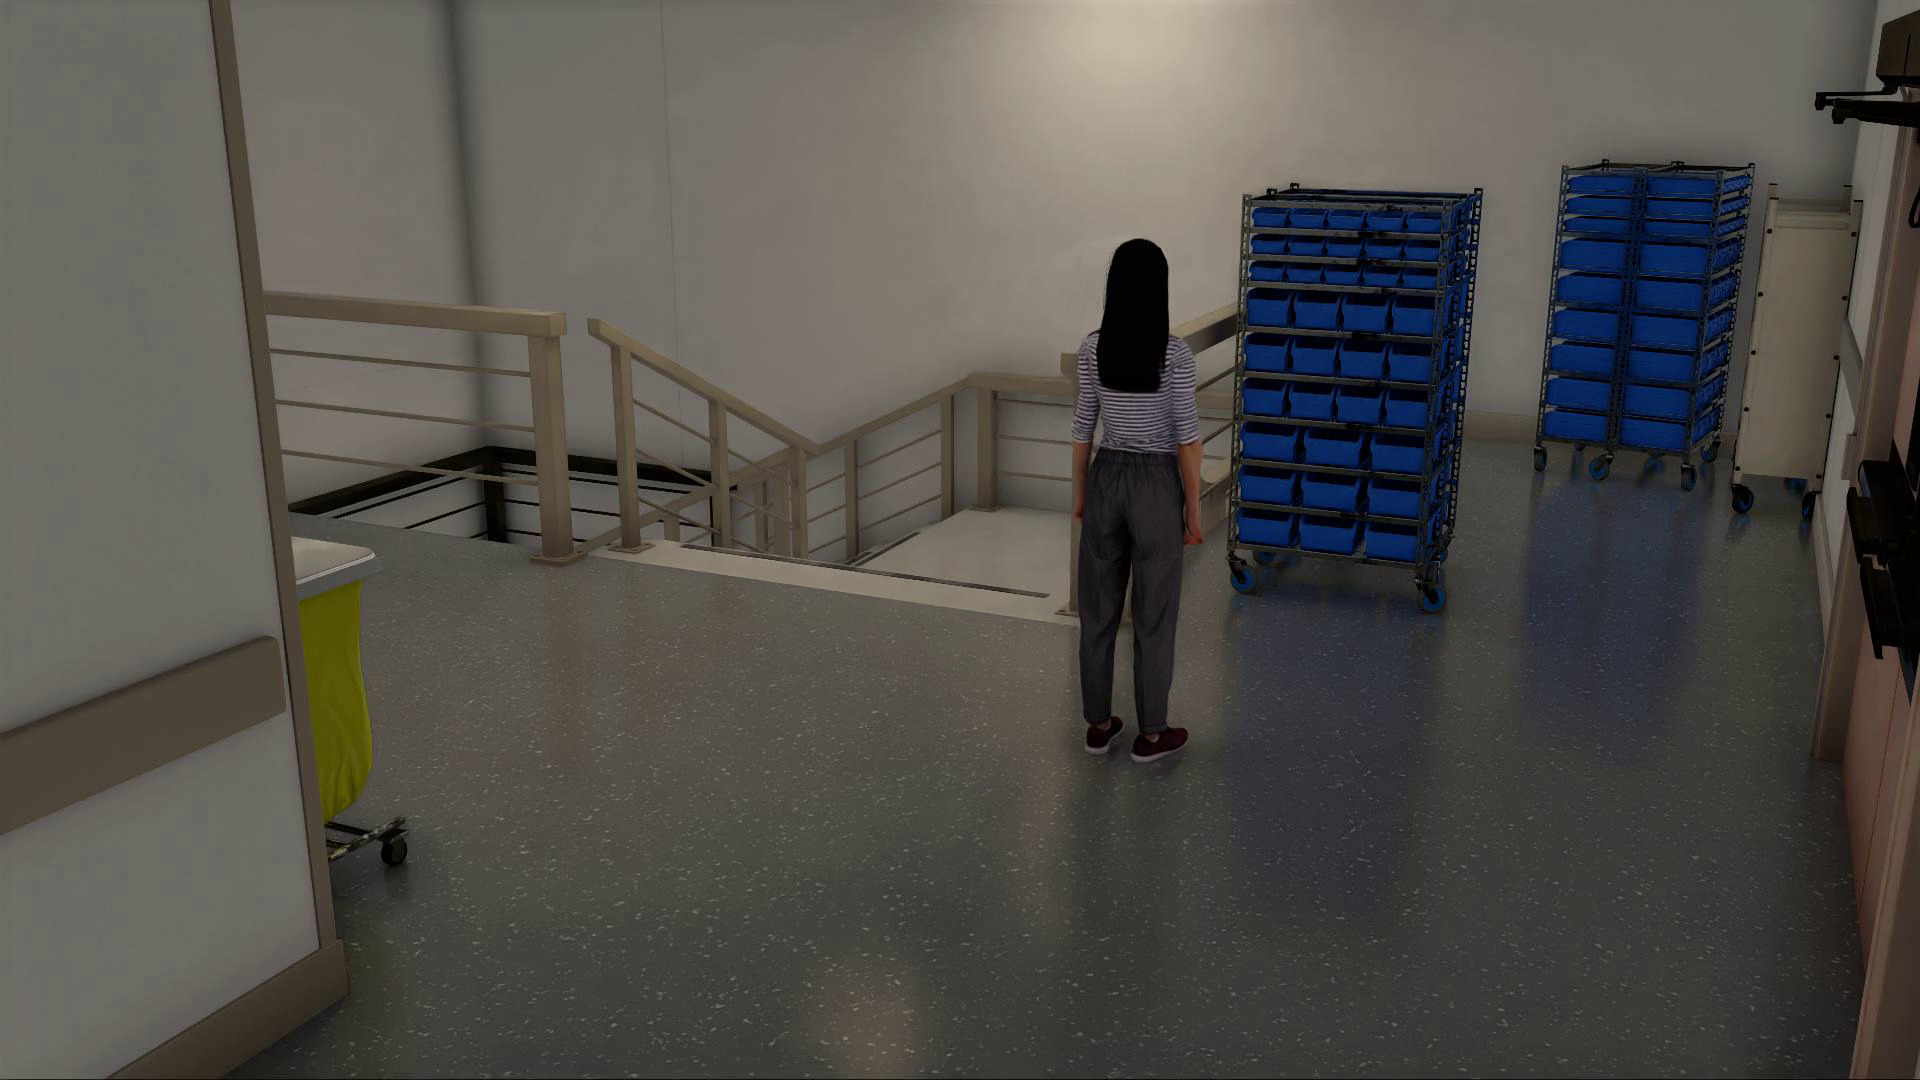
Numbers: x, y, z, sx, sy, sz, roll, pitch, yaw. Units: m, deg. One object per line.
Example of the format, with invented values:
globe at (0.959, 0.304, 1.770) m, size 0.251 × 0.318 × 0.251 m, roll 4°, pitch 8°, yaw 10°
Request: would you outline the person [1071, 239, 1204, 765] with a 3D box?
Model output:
person at (0.565, -0.120, 5.492) m, size 0.626 × 1.735 × 0.555 m, roll 9°, pitch 18°, yaw 30°
